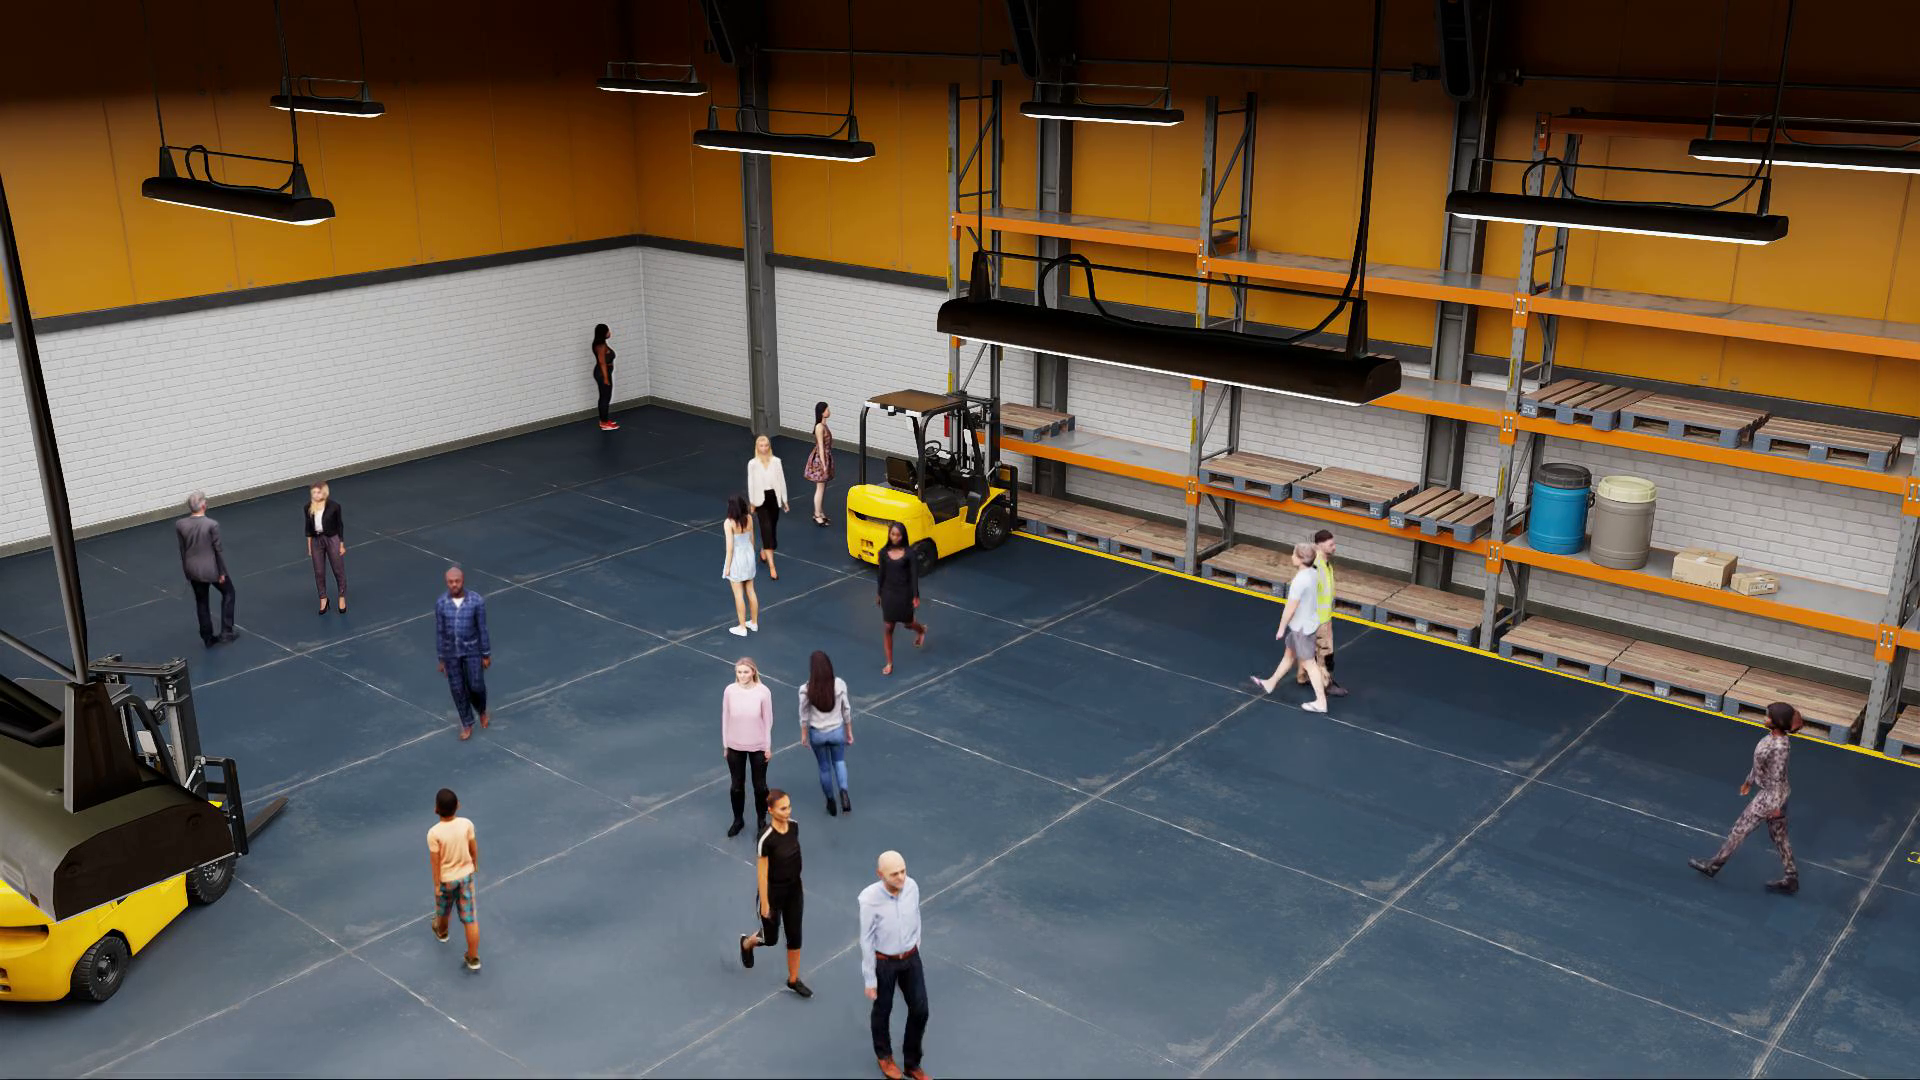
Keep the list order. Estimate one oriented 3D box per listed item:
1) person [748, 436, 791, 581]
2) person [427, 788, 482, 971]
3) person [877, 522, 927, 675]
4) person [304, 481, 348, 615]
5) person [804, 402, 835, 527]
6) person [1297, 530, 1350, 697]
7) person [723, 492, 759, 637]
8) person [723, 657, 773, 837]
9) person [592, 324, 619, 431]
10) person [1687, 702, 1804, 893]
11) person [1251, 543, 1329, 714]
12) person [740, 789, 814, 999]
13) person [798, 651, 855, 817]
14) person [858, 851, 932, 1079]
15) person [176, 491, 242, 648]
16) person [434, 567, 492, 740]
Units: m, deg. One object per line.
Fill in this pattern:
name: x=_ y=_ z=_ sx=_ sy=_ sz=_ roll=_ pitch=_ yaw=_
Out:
person: x=-2.480 y=-0.445 z=21.333 sx=0.991 sy=1.816 sz=1.240 roll=-7 pitch=20 yaw=-20
person: x=-3.855 y=2.634 z=12.796 sx=0.716 sy=1.429 sz=1.024 roll=-12 pitch=22 yaw=-32
person: x=-0.640 y=0.597 z=18.428 sx=1.090 sy=1.694 sz=0.960 roll=7 pitch=20 yaw=21
person: x=-7.617 y=0.079 z=20.013 sx=0.668 sy=1.666 sz=0.730 roll=-2 pitch=19 yaw=-5
person: x=-1.920 y=-1.065 z=23.245 sx=0.850 sy=1.771 sz=0.800 roll=1 pitch=19 yaw=2
person: x=3.757 y=0.751 z=17.772 sx=1.036 sy=1.822 sz=0.915 roll=6 pitch=19 yaw=17
person: x=-2.550 y=0.262 z=19.368 sx=0.532 sy=1.730 sz=0.594 roll=16 pitch=25 yaw=40
person: x=-1.885 y=1.824 z=14.794 sx=0.662 sy=1.688 sz=0.747 roll=1 pitch=19 yaw=3
person: x=-6.072 y=-2.797 z=28.316 sx=0.836 sy=1.816 sz=0.741 roll=-5 pitch=19 yaw=-16
person: x=6.816 y=2.171 z=13.792 sx=1.155 sy=1.671 sz=0.765 roll=9 pitch=20 yaw=24
person: x=3.656 y=0.942 z=17.255 sx=1.195 sy=1.790 sz=0.846 roll=10 pitch=21 yaw=26
person: x=-1.409 y=2.625 z=12.475 sx=0.921 sy=1.651 sz=0.608 roll=16 pitch=24 yaw=39
person: x=-1.186 y=1.797 z=14.996 sx=0.817 sy=1.611 sz=0.878 roll=-4 pitch=19 yaw=-12
person: x=-0.500 y=2.900 z=11.466 sx=0.818 sy=1.774 sz=0.913 roll=-11 pitch=21 yaw=-29
person: x=-8.618 y=0.361 z=18.925 sx=0.824 sy=1.824 sz=0.897 roll=0 pitch=19 yaw=-1
person: x=-5.006 y=1.099 z=16.759 sx=0.821 sy=1.808 sz=0.878 roll=-2 pitch=19 yaw=-7
